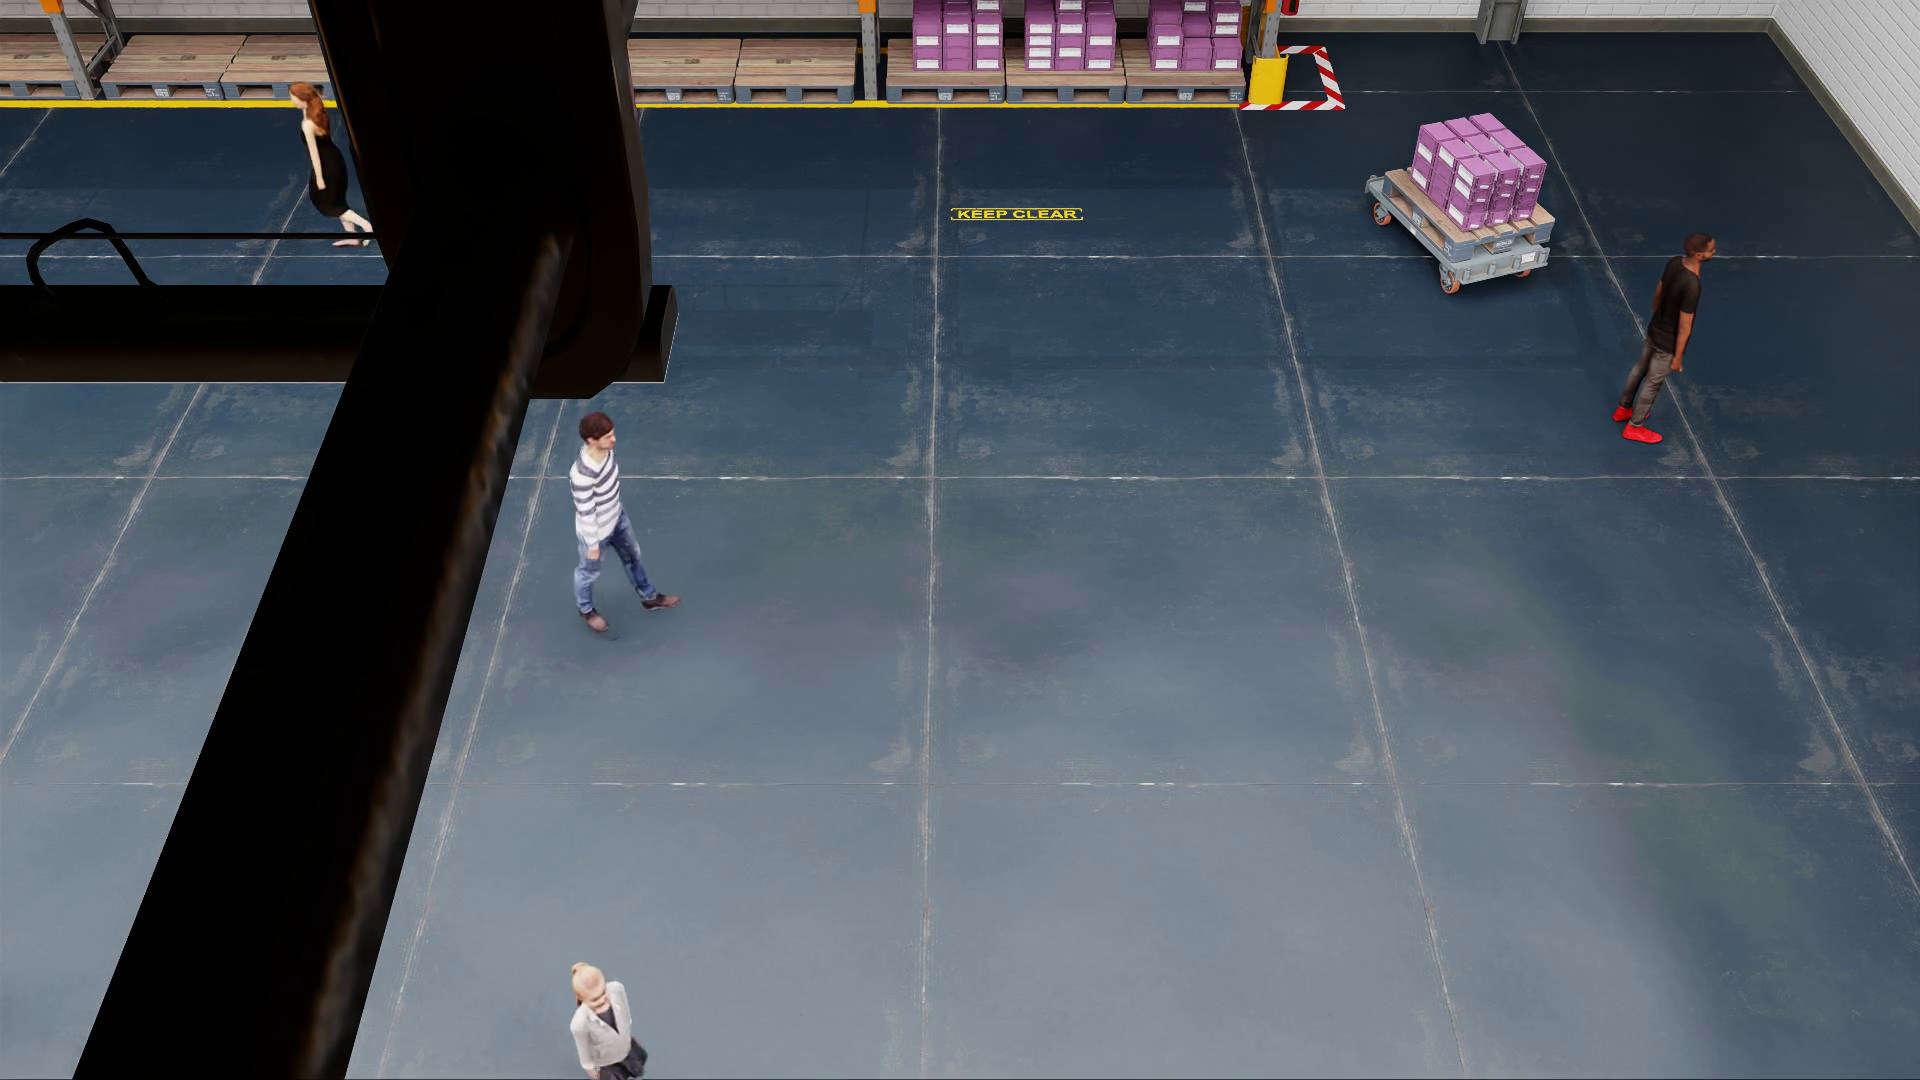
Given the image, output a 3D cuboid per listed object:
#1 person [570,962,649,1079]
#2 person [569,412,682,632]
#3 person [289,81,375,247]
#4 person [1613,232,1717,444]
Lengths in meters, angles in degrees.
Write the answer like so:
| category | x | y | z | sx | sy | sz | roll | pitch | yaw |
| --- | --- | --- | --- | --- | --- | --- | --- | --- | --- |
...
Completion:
| category | x | y | z | sx | sy | sz | roll | pitch | yaw |
| --- | --- | --- | --- | --- | --- | --- | --- | --- | --- |
| person | -1.859 | 2.586 | 8.633 | 0.747 | 1.266 | 0.683 | 32 | 52 | 29 |
| person | -2.454 | -0.135 | 11.086 | 1.002 | 1.822 | 0.821 | 13 | 45 | 13 |
| person | -5.427 | -3.243 | 14.500 | 0.734 | 1.612 | 0.593 | -1 | 44 | -1 |
| person | 5.340 | -1.553 | 12.588 | 0.517 | 1.805 | 0.658 | -2 | 44 | -2 |
